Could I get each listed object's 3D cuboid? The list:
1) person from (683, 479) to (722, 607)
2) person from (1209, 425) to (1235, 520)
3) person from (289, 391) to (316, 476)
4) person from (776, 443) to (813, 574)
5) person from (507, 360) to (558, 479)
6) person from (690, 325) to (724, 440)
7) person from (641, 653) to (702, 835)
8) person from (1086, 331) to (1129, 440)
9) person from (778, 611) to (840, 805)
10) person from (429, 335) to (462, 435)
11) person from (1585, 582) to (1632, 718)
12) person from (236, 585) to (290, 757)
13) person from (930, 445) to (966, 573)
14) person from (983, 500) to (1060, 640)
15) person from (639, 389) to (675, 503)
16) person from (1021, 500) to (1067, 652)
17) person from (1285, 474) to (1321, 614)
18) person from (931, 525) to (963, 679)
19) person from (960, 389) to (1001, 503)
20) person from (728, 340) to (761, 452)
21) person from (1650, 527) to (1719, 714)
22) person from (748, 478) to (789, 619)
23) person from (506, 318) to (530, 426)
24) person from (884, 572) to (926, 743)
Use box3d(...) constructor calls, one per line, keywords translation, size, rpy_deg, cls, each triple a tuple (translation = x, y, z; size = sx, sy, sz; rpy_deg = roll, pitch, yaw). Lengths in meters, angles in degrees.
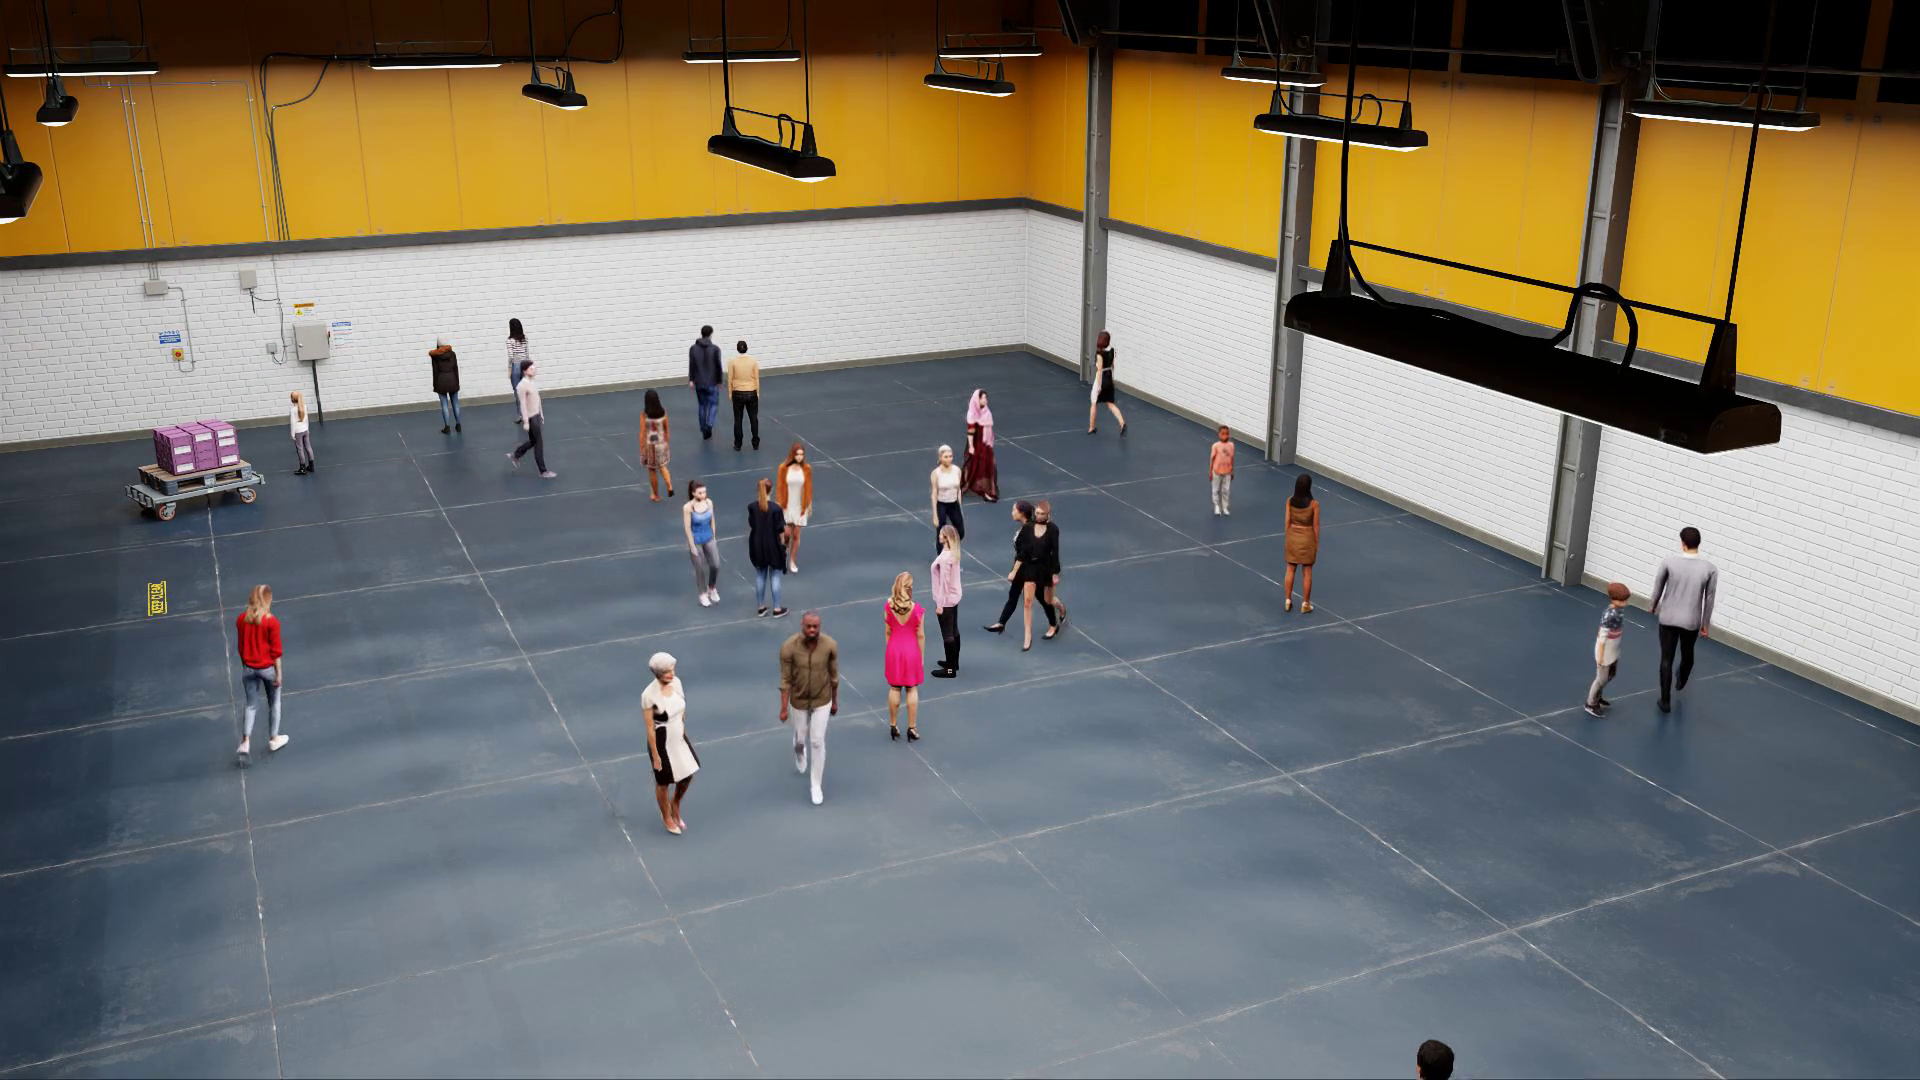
box3d(translation=(-3.110, 0.017, 19.772), size=(0.629, 1.591, 0.615), rpy_deg=(-14, 23, -36), cls="person")
box3d(translation=(3.631, -0.966, 23.172), size=(0.738, 1.284, 0.923), rpy_deg=(1, 19, 2), cls="person")
box3d(translation=(-9.978, -1.634, 25.165), size=(0.635, 1.279, 0.582), rpy_deg=(8, 20, 22), cls="person")
box3d(translation=(-2.115, -0.435, 20.958), size=(0.683, 1.691, 0.676), rpy_deg=(-4, 19, -11), cls="person")
box3d(translation=(-6.464, -1.817, 24.900), size=(1.038, 1.793, 1.056), rpy_deg=(4, 19, 10), cls="person")
box3d(translation=(-4.092, -2.517, 26.852), size=(0.938, 1.876, 1.060), rpy_deg=(0, 19, -1), cls="person")
box3d(translation=(-2.601, 1.751, 14.399), size=(0.818, 1.735, 0.788), rpy_deg=(13, 22, 33), cls="person")
box3d(translation=(2.403, -2.466, 26.873), size=(0.853, 1.765, 1.185), rpy_deg=(-17, 25, -40), cls="person")
box3d(translation=(-1.383, 1.459, 15.173), size=(0.863, 1.795, 1.042), rpy_deg=(-3, 19, -10), cls="person")
box3d(translation=(-8.459, -2.577, 27.411), size=(0.672, 1.633, 0.658), rpy_deg=(-13, 23, -35), cls="person")
box3d(translation=(6.552, 1.092, 16.836), size=(0.693, 1.428, 0.686), rpy_deg=(12, 22, 32), cls="person")
box3d(translation=(-6.714, 1.279, 15.893), size=(0.876, 1.675, 0.976), rpy_deg=(2, 19, 5), cls="person")
box3d(translation=(-0.221, -0.392, 20.824), size=(0.663, 1.695, 0.614), rpy_deg=(-11, 22, -31), cls="person")
box3d(translation=(0.877, 0.382, 18.673), size=(0.895, 1.601, 1.103), rpy_deg=(-3, 19, -10), cls="person")
box3d(translation=(-4.304, -1.320, 23.672), size=(0.740, 1.636, 0.840), rpy_deg=(-15, 23, -37), cls="person")
box3d(translation=(0.952, 0.361, 18.529), size=(1.064, 1.732, 1.037), rpy_deg=(11, 21, 29), cls="person")
box3d(translation=(4.010, 0.035, 19.564), size=(0.619, 1.690, 0.707), rpy_deg=(10, 21, 28), cls="person")
box3d(translation=(-0.116, 0.637, 17.778), size=(0.745, 1.688, 0.669), rpy_deg=(5, 19, 14), cls="person")
box3d(translation=(0.214, -1.358, 23.831), size=(0.818, 1.606, 1.110), rpy_deg=(-15, 24, -37), cls="person")
box3d(translation=(-3.421, -2.299, 26.402), size=(0.701, 1.750, 0.653), rpy_deg=(-3, 19, -10), cls="person")
box3d(translation=(7.302, 0.849, 16.878), size=(1.195, 1.862, 1.287), rpy_deg=(6, 19, 17), cls="person")
box3d(translation=(-2.255, 0.087, 19.421), size=(0.717, 1.683, 0.770), rpy_deg=(6, 19, 17), cls="person")
box3d(translation=(-7.402, -2.842, 27.939), size=(0.629, 1.797, 0.641), rpy_deg=(14, 23, 35), cls="person")
box3d(translation=(-0.557, 1.137, 16.245), size=(0.670, 1.721, 0.711), rpy_deg=(4, 19, 11), cls="person")
